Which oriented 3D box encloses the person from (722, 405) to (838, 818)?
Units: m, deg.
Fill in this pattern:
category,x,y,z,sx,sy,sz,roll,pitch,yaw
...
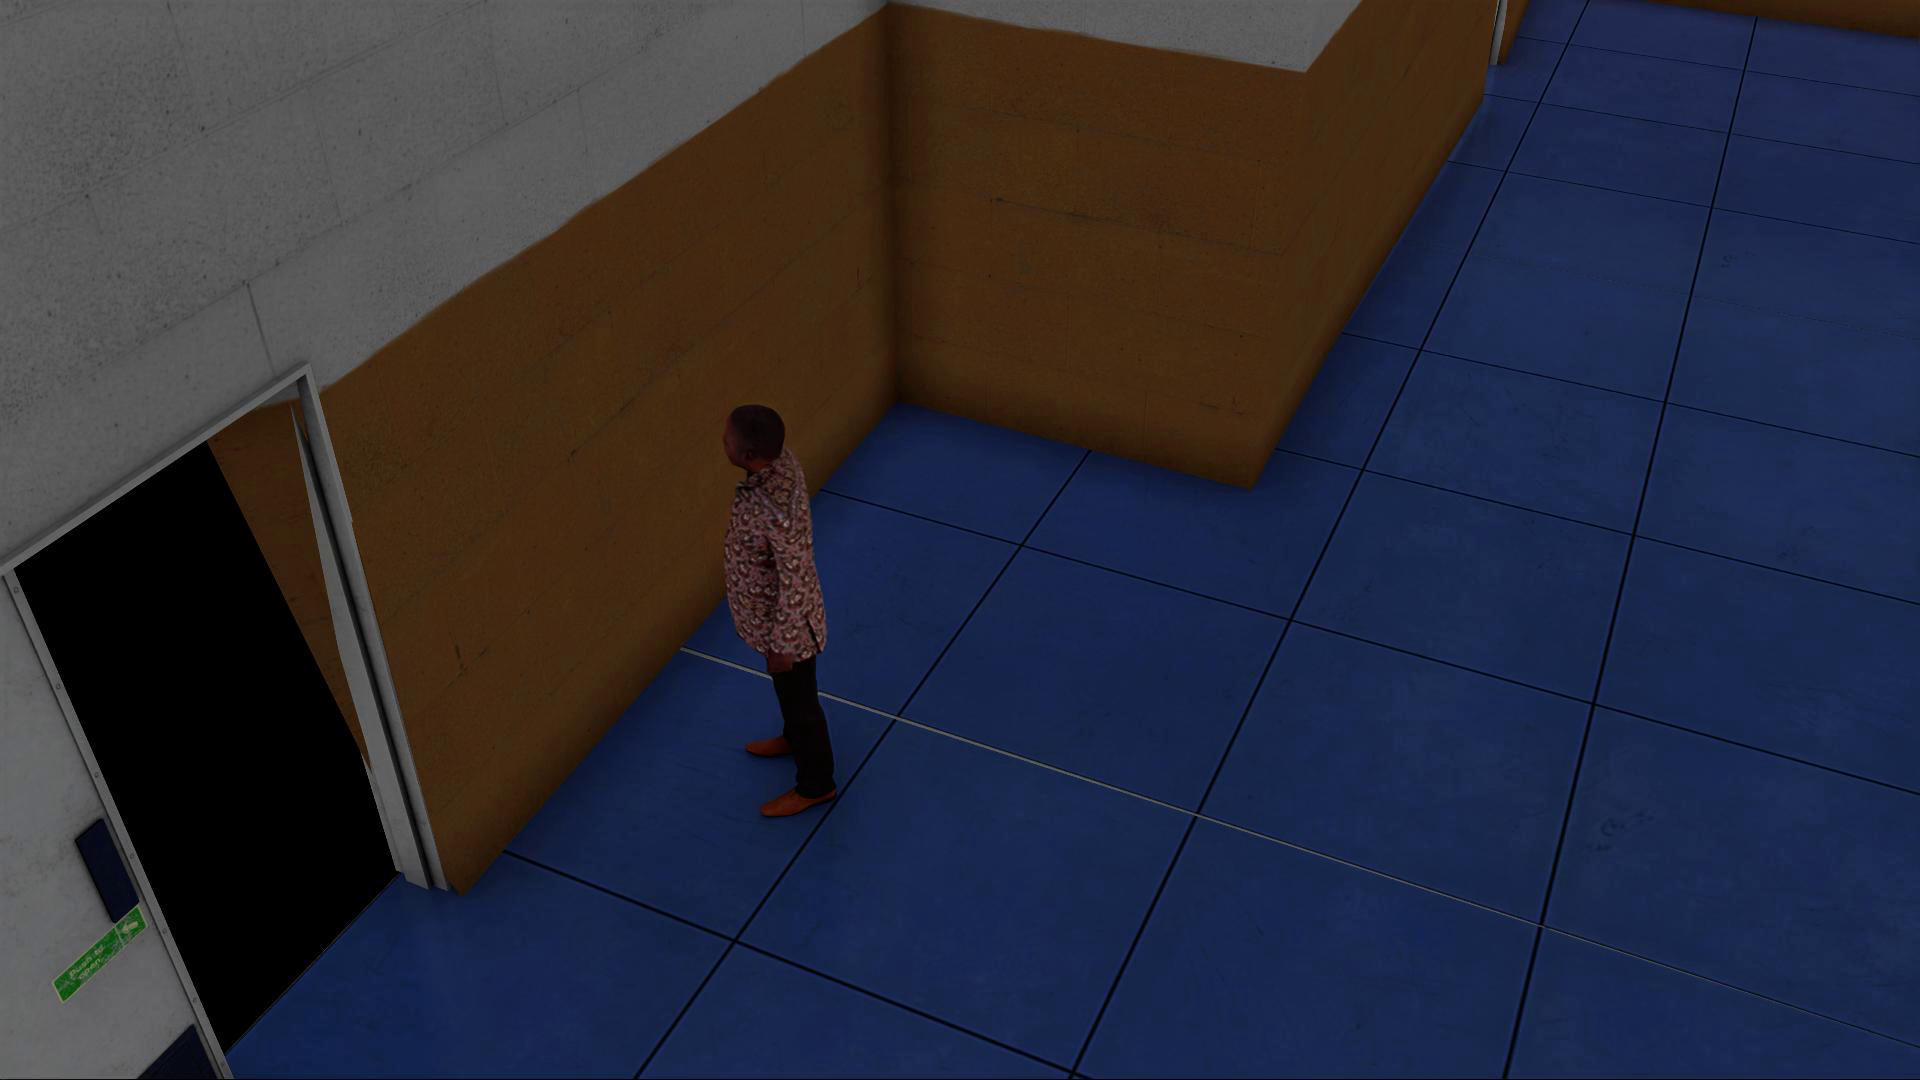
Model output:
category,x,y,z,sx,sy,sz,roll,pitch,yaw
person,-0.655,0.259,6.207,0.808,1.807,0.782,-8,38,-10
